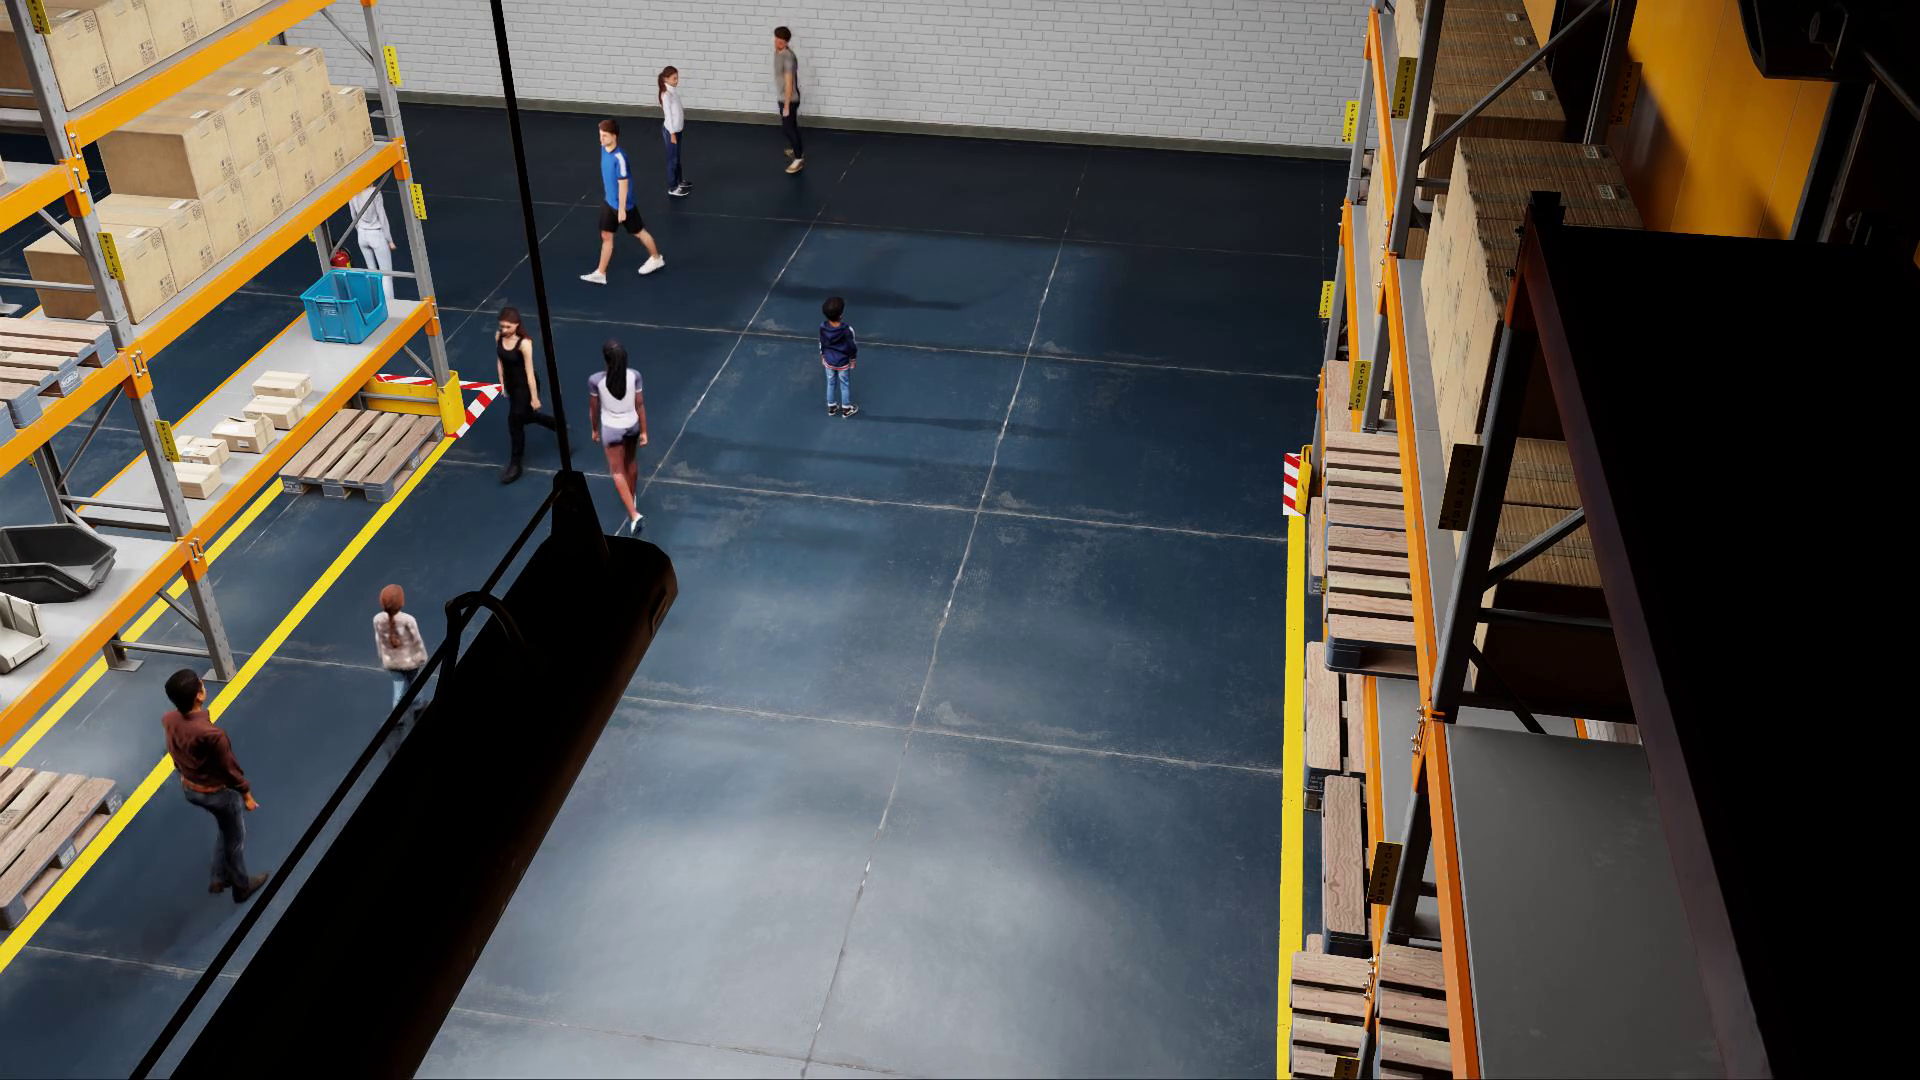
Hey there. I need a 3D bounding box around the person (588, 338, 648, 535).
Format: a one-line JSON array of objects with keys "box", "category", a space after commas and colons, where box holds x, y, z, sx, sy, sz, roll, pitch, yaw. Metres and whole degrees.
[{"box": [-2.825, -0.855, 13.932, 1.011, 1.697, 1.148, -15, 37, -22], "category": "person"}]

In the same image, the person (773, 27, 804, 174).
[{"box": [-2.127, -5.544, 20.848, 1.002, 1.851, 0.790, -3, 34, -5], "category": "person"}]

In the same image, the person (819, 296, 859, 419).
[{"box": [-1.160, -1.729, 15.677, 0.548, 1.221, 0.531, 12, 35, 17], "category": "person"}]

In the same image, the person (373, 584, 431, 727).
[{"box": [-3.991, 0.853, 11.824, 0.531, 1.186, 0.658, 2, 34, 3], "category": "person"}]

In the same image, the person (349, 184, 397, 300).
[{"box": [-6.070, -3.105, 17.227, 0.638, 1.796, 0.596, 14, 36, 20], "category": "person"}]

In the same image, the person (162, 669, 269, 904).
[{"box": [-4.649, 1.590, 10.189, 0.759, 1.769, 0.748, 16, 37, 22], "category": "person"}]

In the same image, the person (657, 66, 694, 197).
[{"box": [-3.516, -5.020, 20.323, 0.609, 1.558, 0.478, 3, 34, 4], "category": "person"}]

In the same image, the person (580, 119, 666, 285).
[{"box": [-3.606, -3.679, 18.071, 1.329, 1.819, 1.181, -27, 42, -34], "category": "person"}]

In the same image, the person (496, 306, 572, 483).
[{"box": [-3.821, -1.358, 14.730, 0.945, 1.651, 1.156, 26, 41, 33], "category": "person"}]
